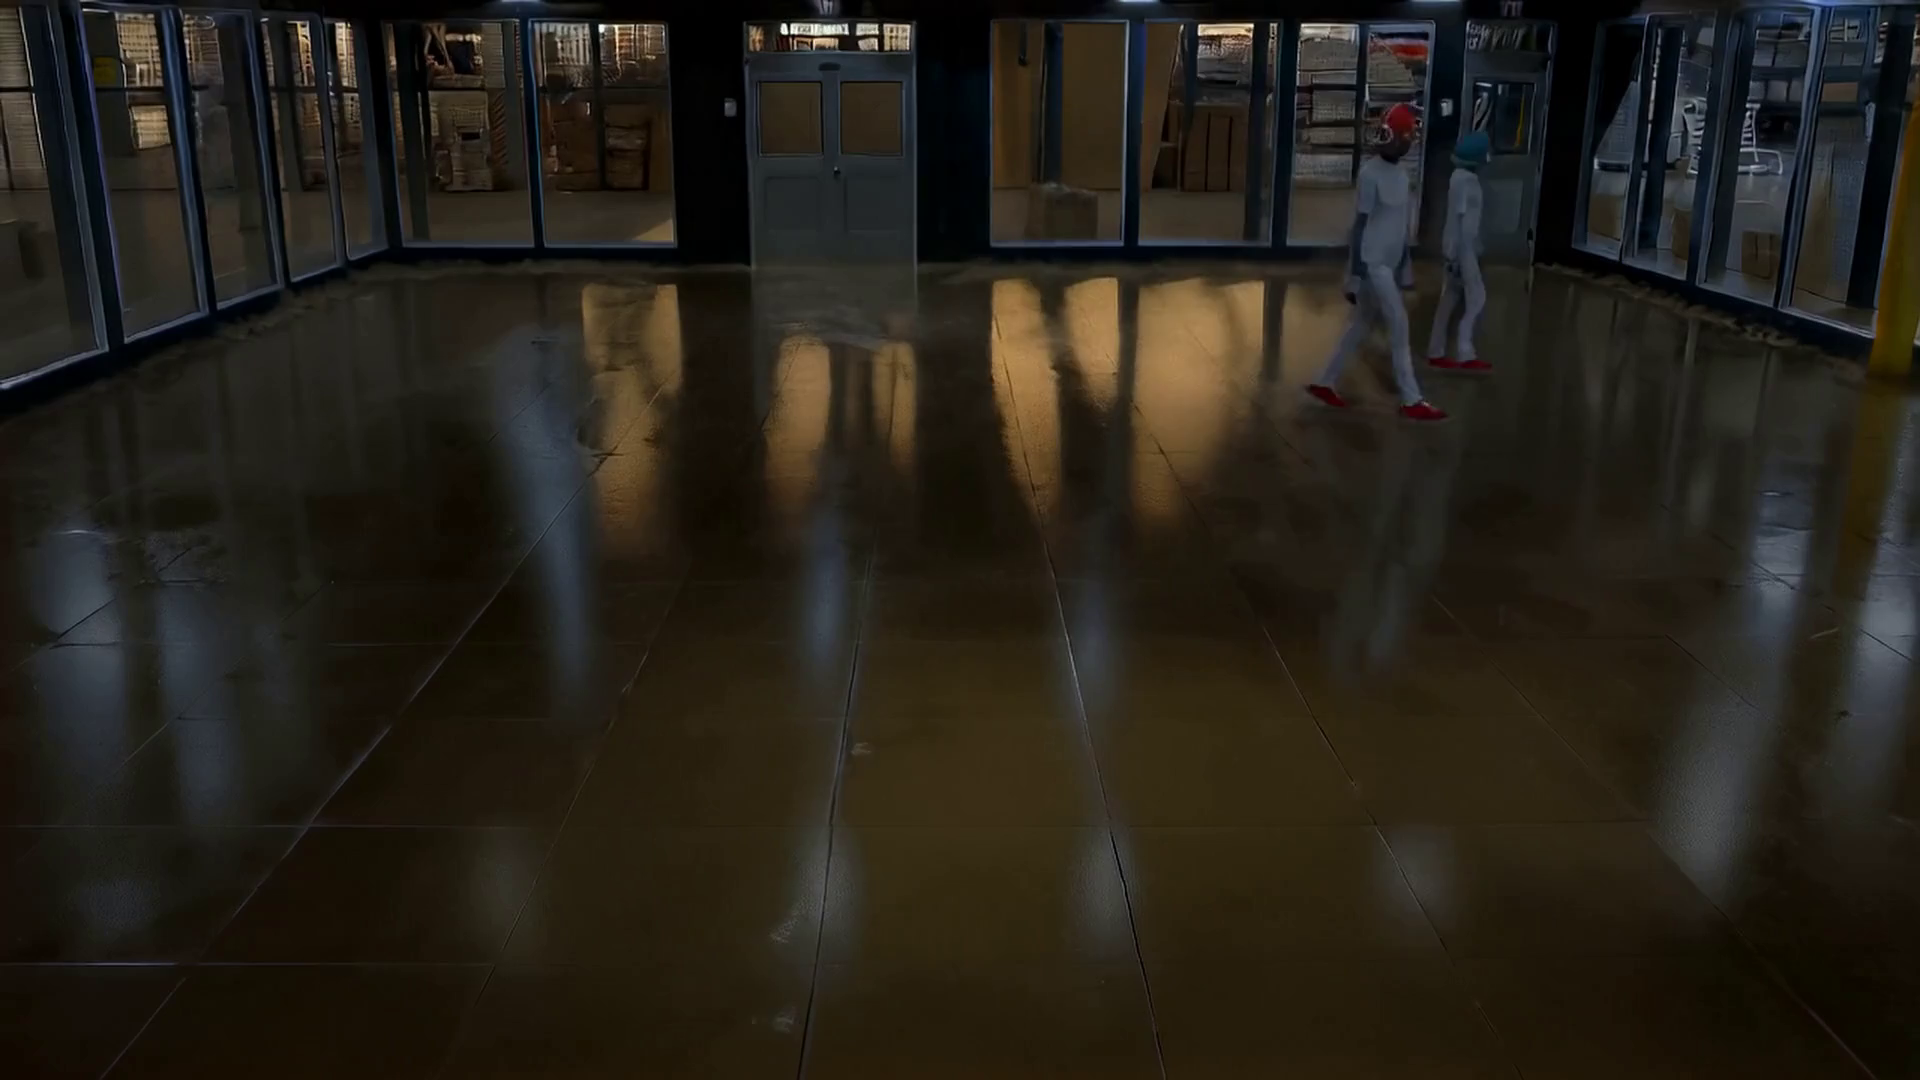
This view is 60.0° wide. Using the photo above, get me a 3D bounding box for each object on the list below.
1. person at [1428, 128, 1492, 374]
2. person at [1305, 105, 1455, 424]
[{"bbox_3d":[3.439,-1.917,11.115,0.557,1.614,0.523,7,18,22],"label":"person"},{"bbox_3d":[2.496,-1.627,9.814,0.962,1.821,0.539,12,20,34],"label":"person"}]
